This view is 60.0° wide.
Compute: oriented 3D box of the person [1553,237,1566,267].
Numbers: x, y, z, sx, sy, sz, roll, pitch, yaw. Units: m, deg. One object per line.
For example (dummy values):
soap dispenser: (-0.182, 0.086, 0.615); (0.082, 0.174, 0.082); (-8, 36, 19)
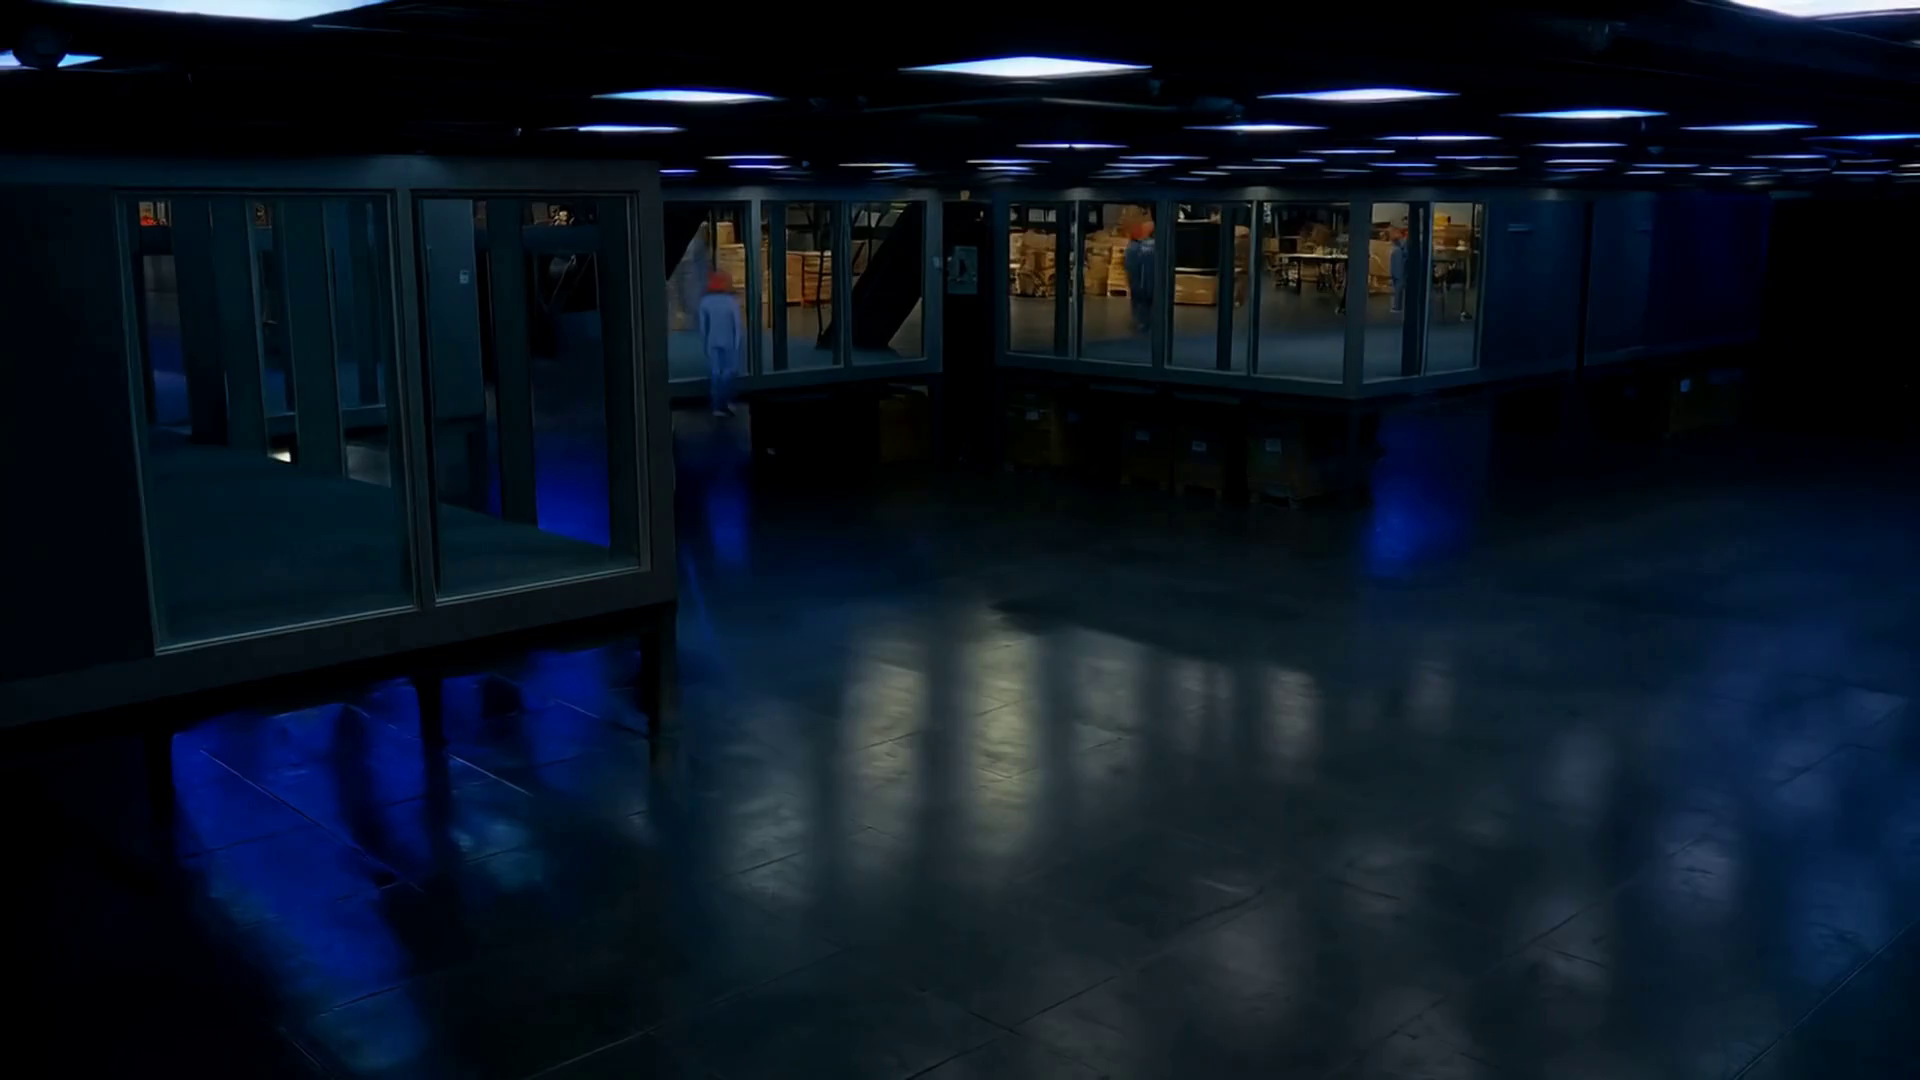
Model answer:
person: (16.961, -8.005, 47.184); (0.310, 1.868, 0.533); (-5, 12, -23)

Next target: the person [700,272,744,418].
person: (-2.643, -2.186, 18.642); (0.540, 1.612, 0.581); (3, 12, 14)
